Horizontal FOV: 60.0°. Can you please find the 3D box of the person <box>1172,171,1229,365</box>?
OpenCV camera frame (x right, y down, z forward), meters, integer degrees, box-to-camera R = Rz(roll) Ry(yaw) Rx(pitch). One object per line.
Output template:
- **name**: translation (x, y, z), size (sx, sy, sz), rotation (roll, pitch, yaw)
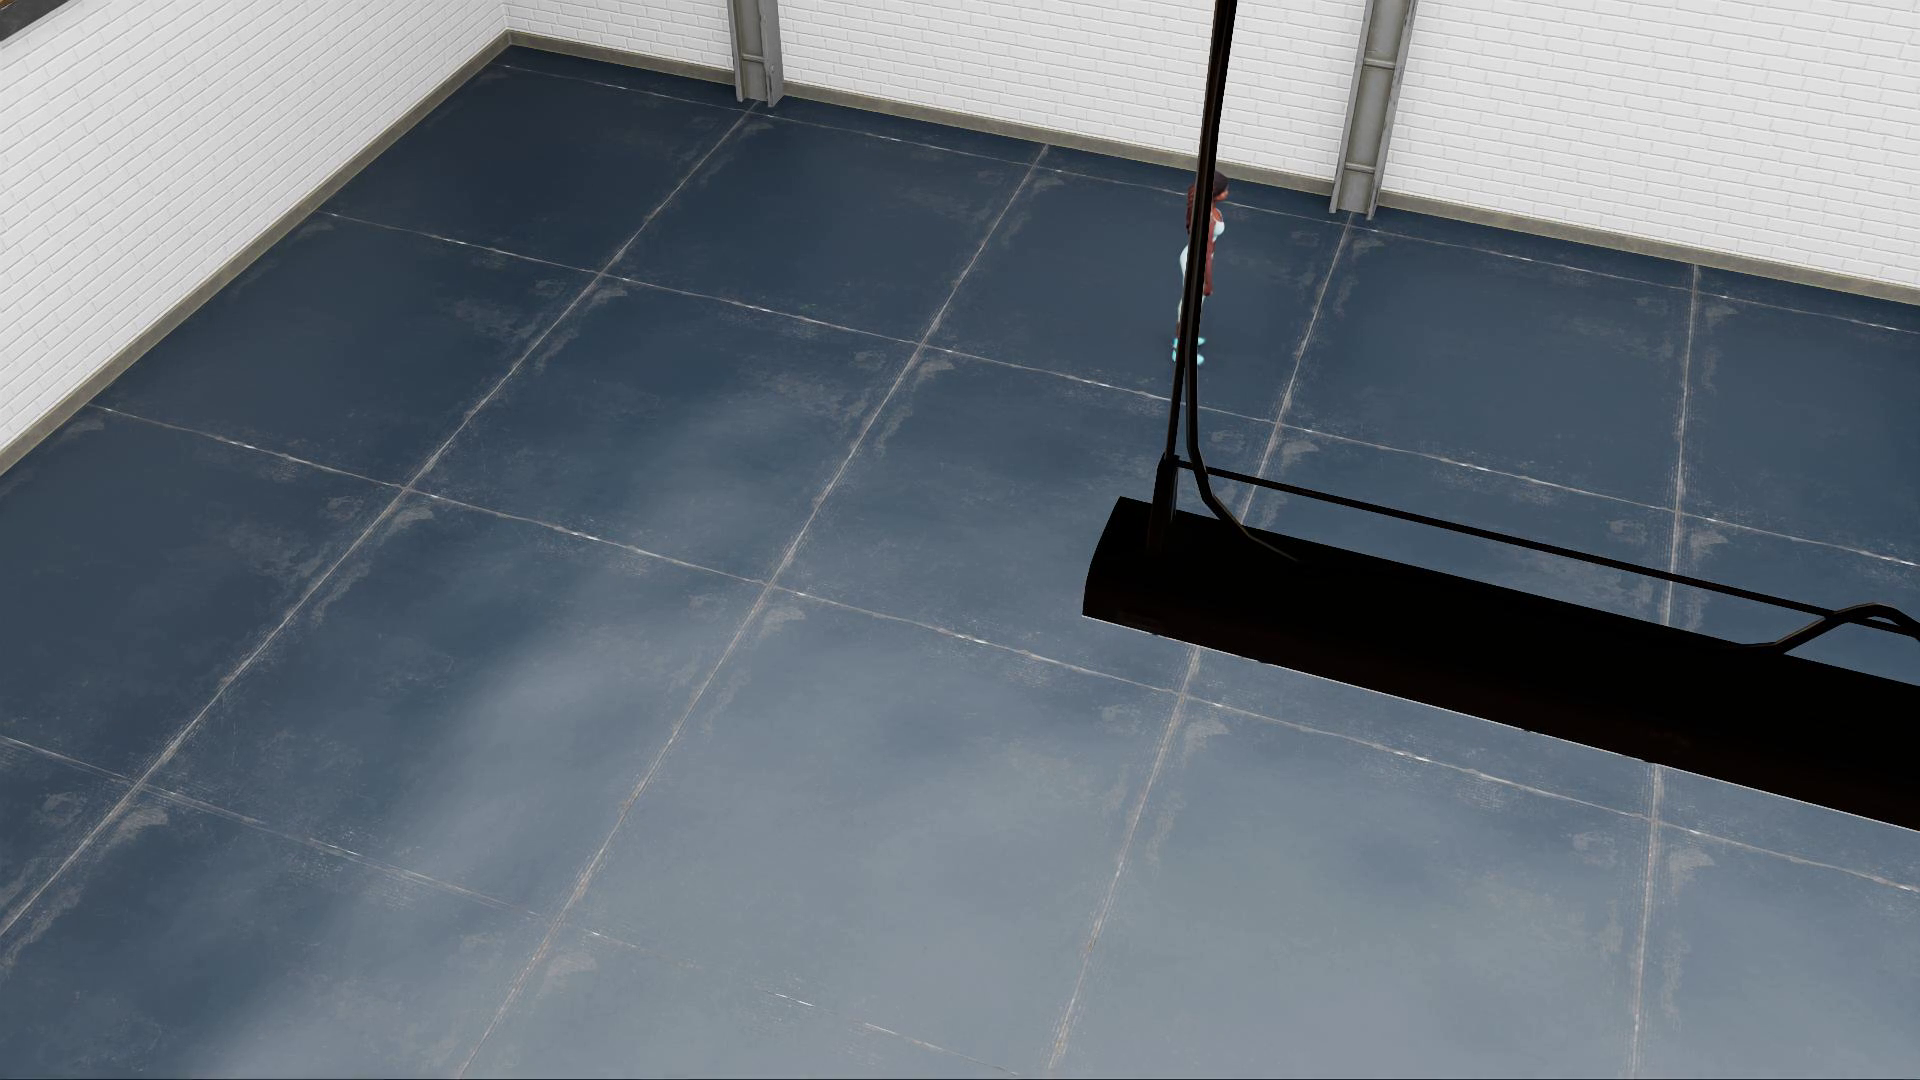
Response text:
- **person**: translation (1.865, -2.156, 13.116), size (0.662, 1.723, 0.648), rotation (-4, 44, -4)
